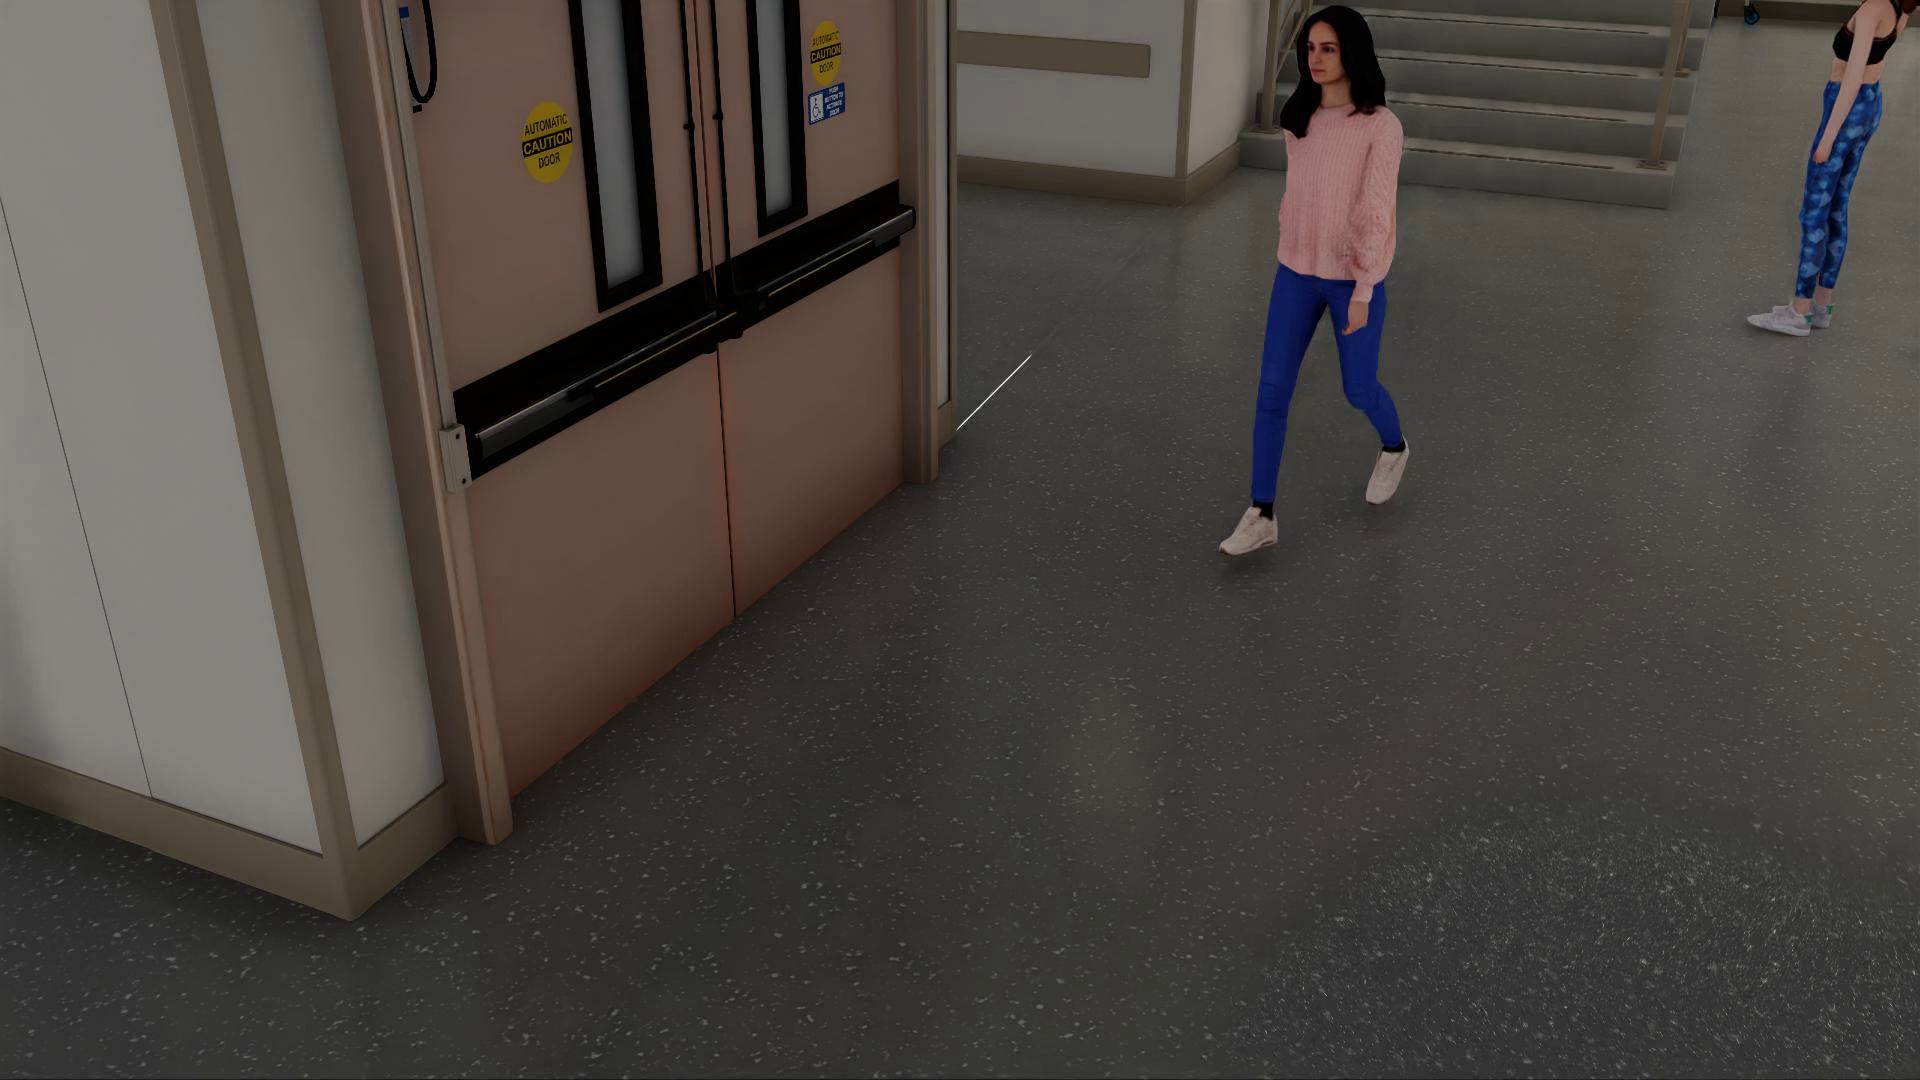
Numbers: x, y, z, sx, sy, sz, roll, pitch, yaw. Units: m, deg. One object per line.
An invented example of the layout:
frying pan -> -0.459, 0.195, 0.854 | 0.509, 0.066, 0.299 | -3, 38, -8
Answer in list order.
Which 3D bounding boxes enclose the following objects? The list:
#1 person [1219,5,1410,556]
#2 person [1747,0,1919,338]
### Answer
person -> 1.262, -0.806, 5.388 | 0.897, 1.727, 1.238 | 23, 34, 39
person -> 3.943, -1.795, 7.371 | 0.664, 1.785, 0.729 | -23, 34, -39
